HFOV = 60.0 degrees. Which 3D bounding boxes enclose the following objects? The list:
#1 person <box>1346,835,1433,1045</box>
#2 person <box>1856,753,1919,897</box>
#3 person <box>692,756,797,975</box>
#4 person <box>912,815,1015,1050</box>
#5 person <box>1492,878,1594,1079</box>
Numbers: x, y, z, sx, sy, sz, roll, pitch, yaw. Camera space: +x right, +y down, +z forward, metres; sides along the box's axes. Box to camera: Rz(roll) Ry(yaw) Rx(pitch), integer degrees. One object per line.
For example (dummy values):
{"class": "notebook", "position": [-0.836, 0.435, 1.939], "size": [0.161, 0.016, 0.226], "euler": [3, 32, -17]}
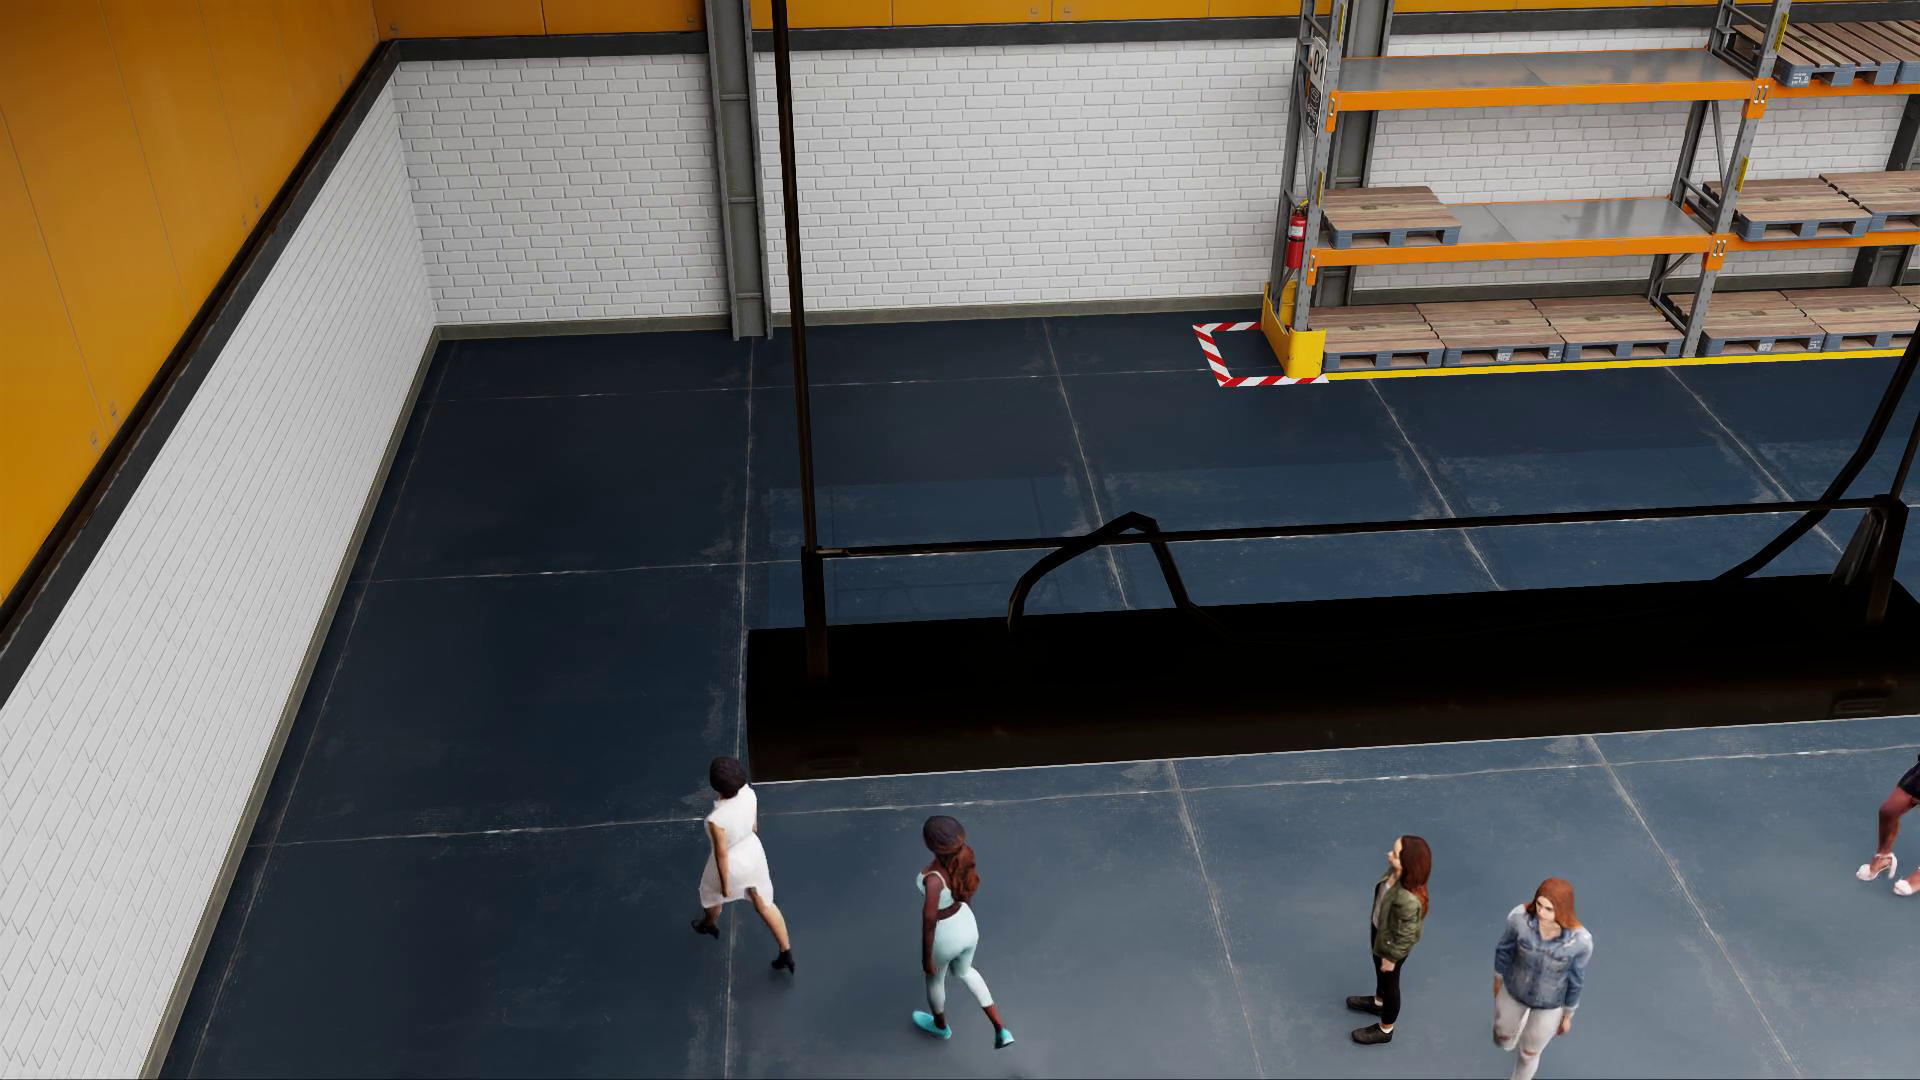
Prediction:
{"class": "person", "position": [2.392, 2.191, 9.206], "size": [0.562, 1.475, 0.616], "euler": [3, 34, 5]}
{"class": "person", "position": [5.982, 1.473, 10.017], "size": [0.658, 1.774, 0.572], "euler": [-6, 34, -9]}
{"class": "person", "position": [-1.225, 1.907, 9.597], "size": [1.069, 1.515, 0.974], "euler": [22, 39, 29]}
{"class": "person", "position": [0.012, 2.187, 9.002], "size": [0.989, 1.708, 0.937], "euler": [25, 41, 32]}
{"class": "person", "position": [3.045, 2.352, 8.774], "size": [0.963, 1.685, 0.977], "euler": [19, 38, 26]}
